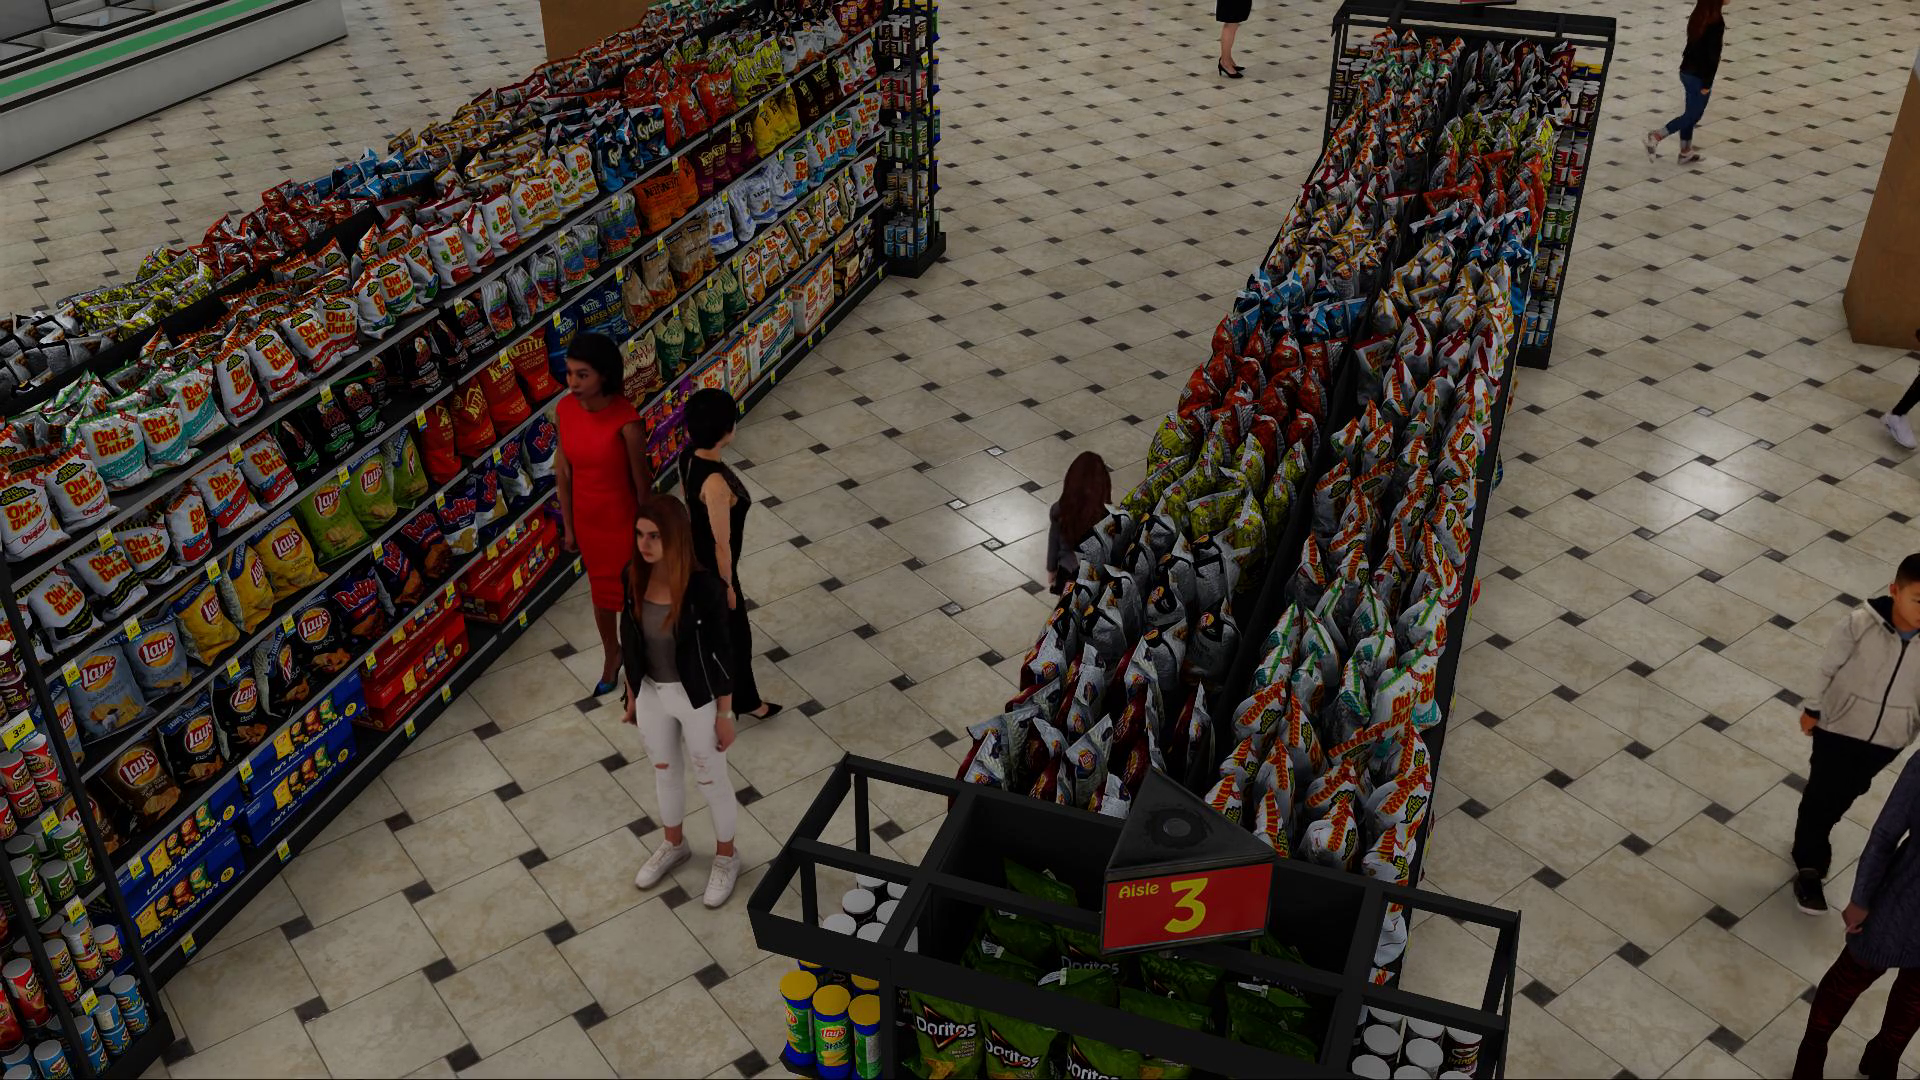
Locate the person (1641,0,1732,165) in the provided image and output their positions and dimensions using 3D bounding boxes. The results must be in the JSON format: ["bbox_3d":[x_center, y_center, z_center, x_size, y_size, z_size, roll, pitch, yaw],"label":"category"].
[{"bbox_3d":[5.693,-3.633,12.979,0.839,1.469,0.873,-3,32,-5],"label":"person"}]

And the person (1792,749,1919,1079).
[{"bbox_3d":[2.965,1.115,5.119,0.622,1.710,0.557,6,32,9],"label":"person"}]

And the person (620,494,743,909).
[{"bbox_3d":[-1.003,0.571,5.999,0.606,1.704,0.523,13,34,20],"label":"person"}]

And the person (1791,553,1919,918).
[{"bbox_3d":[3.327,0.642,6.140,0.685,1.434,0.856,6,32,10],"label":"person"}]

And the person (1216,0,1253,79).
[{"bbox_3d":[2.514,-5.067,15.092,0.789,1.671,0.601,7,32,10],"label":"person"}]

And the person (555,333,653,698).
[{"bbox_3d":[-1.454,-0.063,6.981,0.565,1.743,0.499,11,34,17],"label":"person"}]

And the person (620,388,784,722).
[{"bbox_3d":[-1.092,0.160,6.778,0.999,1.579,0.913,-16,35,-23],"label":"person"}]

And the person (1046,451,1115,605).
[{"bbox_3d":[0.534,0.136,7.269,0.499,1.102,0.516,7,33,11],"label":"person"}]
